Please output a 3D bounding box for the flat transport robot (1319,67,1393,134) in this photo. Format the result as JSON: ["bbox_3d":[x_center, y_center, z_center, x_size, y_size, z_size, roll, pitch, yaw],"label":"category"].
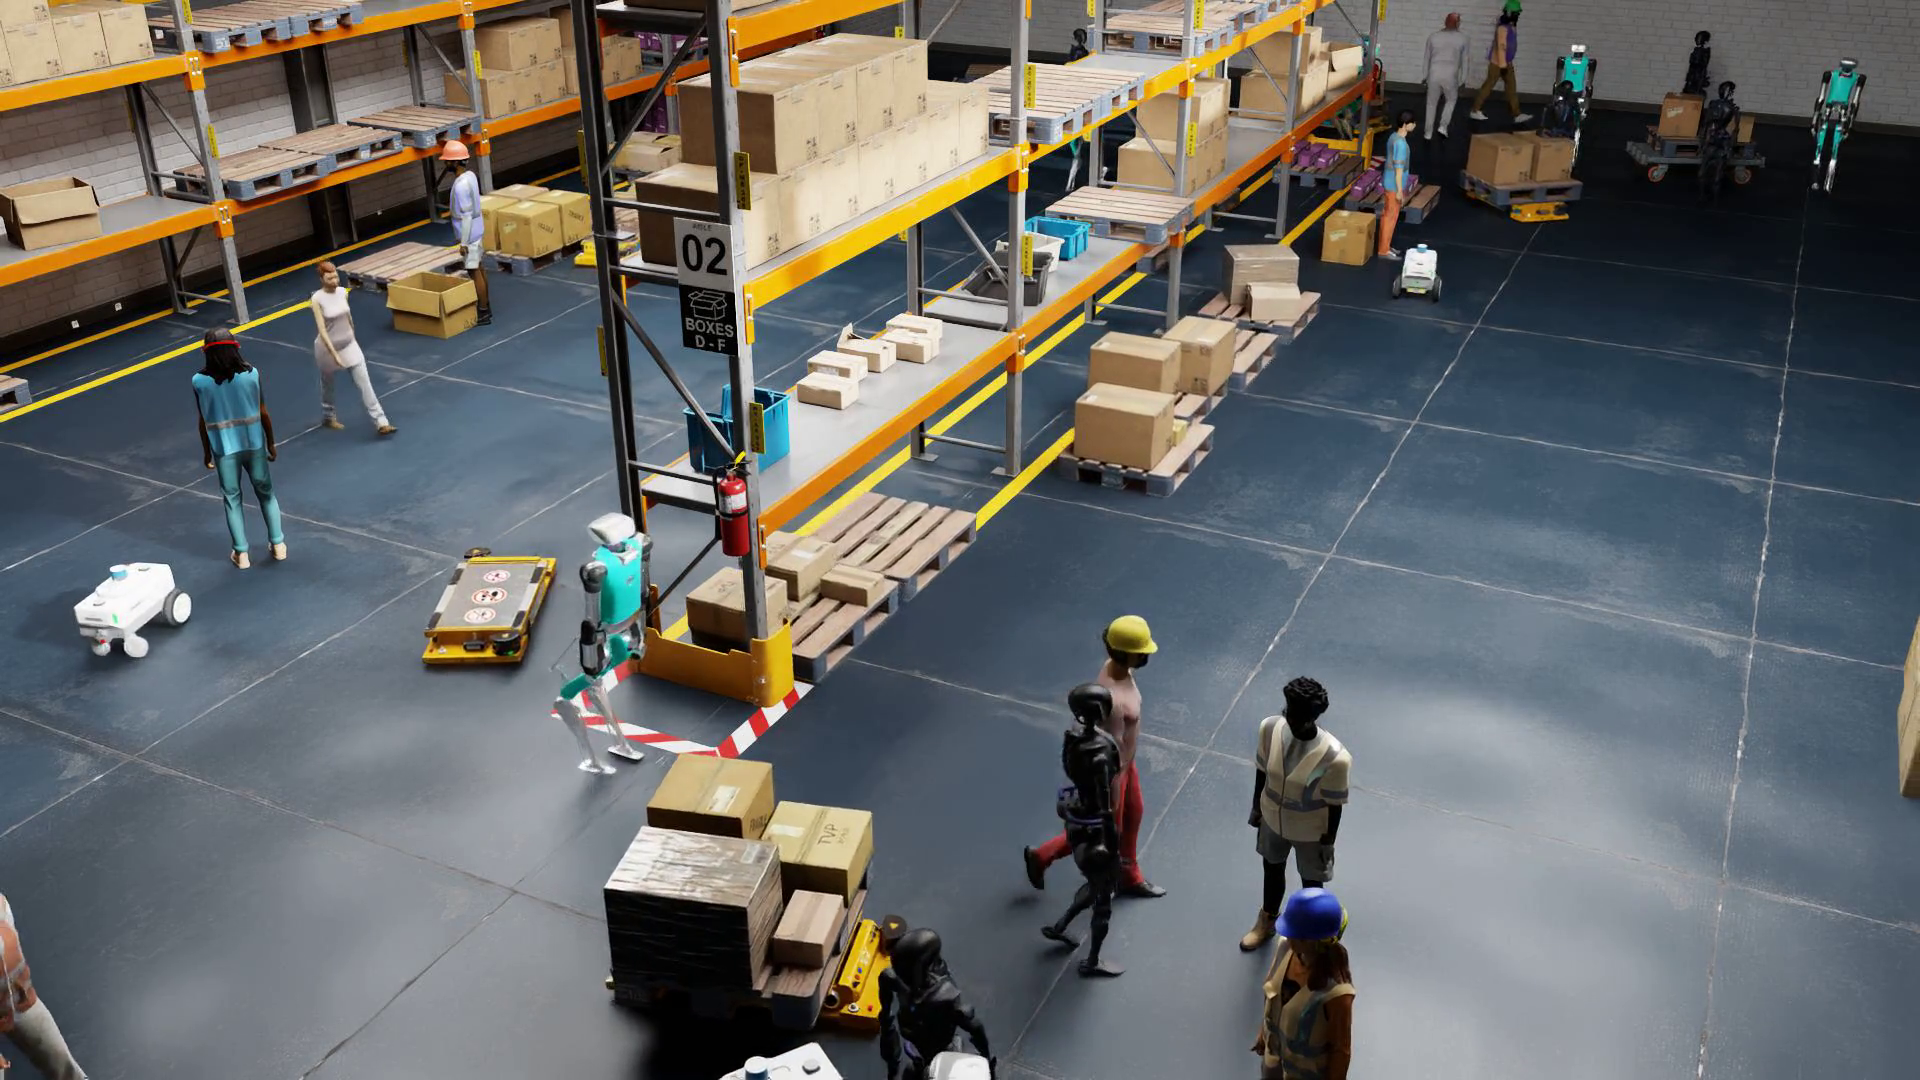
[{"bbox_3d":[5.969,-6.573,26.056,1.431,0.231,0.659,21,33,36],"label":"flat transport robot"}]

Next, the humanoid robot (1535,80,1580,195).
[{"bbox_3d":[7.702,-5.146,21.620,0.594,1.644,0.612,-6,27,-12],"label":"humanoid robot"}]

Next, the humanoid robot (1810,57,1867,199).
[{"bbox_3d":[11.642,-5.435,22.176,0.556,1.840,0.891,10,28,20],"label":"humanoid robot"}]

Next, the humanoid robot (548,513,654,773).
[{"bbox_3d":[-2.169,0.609,9.881,0.752,1.758,0.534,14,30,27],"label":"humanoid robot"}]

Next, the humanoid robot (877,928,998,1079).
[{"bbox_3d":[-0.054,2.205,6.757,0.617,1.629,0.518,20,32,34],"label":"humanoid robot"}]

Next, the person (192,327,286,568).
[{"bbox_3d":[-5.358,-0.677,12.360,0.508,1.862,0.394,-15,30,-27],"label":"person"}]

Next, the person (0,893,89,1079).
[{"bbox_3d":[-4.056,2.033,7.100,0.682,1.658,0.449,6,27,13],"label":"person"}]

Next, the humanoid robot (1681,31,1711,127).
[{"bbox_3d":[11.046,-6.819,25.009,0.781,1.623,0.586,0,26,0],"label":"humanoid robot"}]

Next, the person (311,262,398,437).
[{"bbox_3d":[-5.432,-1.669,14.631,0.911,1.601,0.423,19,32,34],"label":"person"}]

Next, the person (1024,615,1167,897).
[{"bbox_3d":[0.743,1.164,8.765,0.710,1.739,0.533,5,27,10],"label":"person"}]

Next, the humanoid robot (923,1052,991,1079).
[{"bbox_3d":[0.232,2.587,6.017,0.783,1.874,0.547,-4,27,-8],"label":"humanoid robot"}]

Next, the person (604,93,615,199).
[{"bbox_3d":[-4.604,-5.103,21.309,0.373,1.842,0.568,-4,27,-9],"label":"person"}]

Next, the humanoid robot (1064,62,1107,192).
[{"bbox_3d":[1.728,-5.629,22.535,0.536,1.770,0.967,21,33,35],"label":"humanoid robot"}]

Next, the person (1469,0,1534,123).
[{"bbox_3d":[8.580,-7.514,26.139,1.018,1.869,0.573,20,33,35],"label":"person"}]

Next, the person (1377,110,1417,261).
[{"bbox_3d":[5.121,-4.162,19.509,0.339,1.759,0.499,3,26,5],"label":"person"}]

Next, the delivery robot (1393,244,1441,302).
[{"bbox_3d":[5.105,-2.963,18.458,0.525,0.611,0.782,7,27,14],"label":"delivery robot"}]

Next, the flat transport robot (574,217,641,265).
[{"bbox_3d":[-4.123,-3.597,20.043,0.659,0.231,1.431,2,26,5],"label":"flat transport robot"}]

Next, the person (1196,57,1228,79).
[{"bbox_3d":[3.700,-6.860,24.995,0.607,1.717,0.565,2,26,3],"label":"person"}]

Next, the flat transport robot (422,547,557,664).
[{"bbox_3d":[-3.335,0.456,11.856,0.659,0.231,1.431,-1,26,-2],"label":"flat transport robot"}]

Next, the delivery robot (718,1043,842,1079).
[{"bbox_3d":[-0.890,2.529,7.321,0.753,0.570,0.499,-14,30,-27],"label":"delivery robot"}]

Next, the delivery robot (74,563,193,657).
[{"bbox_3d":[-5.760,0.451,11.564,0.511,0.612,0.783,4,27,8],"label":"delivery robot"}]

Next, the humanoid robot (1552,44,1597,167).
[{"bbox_3d":[8.643,-6.160,23.473,0.530,1.719,0.724,12,29,23],"label":"humanoid robot"}]

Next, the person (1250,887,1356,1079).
[{"bbox_3d":[1.373,2.139,6.755,0.322,1.778,0.470,-12,29,-23],"label":"person"}]

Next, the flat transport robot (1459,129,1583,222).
[{"bbox_3d":[7.278,-4.426,21.719,0.659,0.231,1.431,-6,27,-12],"label":"flat transport robot"}]

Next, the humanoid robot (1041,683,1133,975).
[{"bbox_3d":[0.632,1.435,8.285,0.402,1.647,0.602,-4,27,-9],"label":"humanoid robot"}]

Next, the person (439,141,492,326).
[{"bbox_3d":[-5.144,-3.193,17.350,0.352,1.938,0.542,-3,27,-6],"label":"person"}]

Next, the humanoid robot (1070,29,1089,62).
[{"bbox_3d":[1.817,-6.926,25.242,0.789,1.626,0.592,5,27,10],"label":"humanoid robot"}]

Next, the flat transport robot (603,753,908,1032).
[{"bbox_3d":[-1.016,2.121,8.493,1.431,0.231,0.659,5,27,10],"label":"flat transport robot"}]

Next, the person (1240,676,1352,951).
[{"bbox_3d":[1.676,1.413,8.323,0.534,1.692,0.320,23,34,38],"label":"person"}]

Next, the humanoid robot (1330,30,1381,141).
[{"bbox_3d":[5.741,-6.574,24.448,0.714,1.829,0.540,12,29,22],"label":"humanoid robot"}]

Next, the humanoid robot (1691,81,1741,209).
[{"bbox_3d":[9.829,-5.112,21.531,0.375,1.643,0.583,-13,29,-25],"label":"humanoid robot"}]

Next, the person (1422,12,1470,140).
[{"bbox_3d":[7.289,-6.964,25.022,0.683,1.885,0.413,11,28,22],"label":"person"}]
